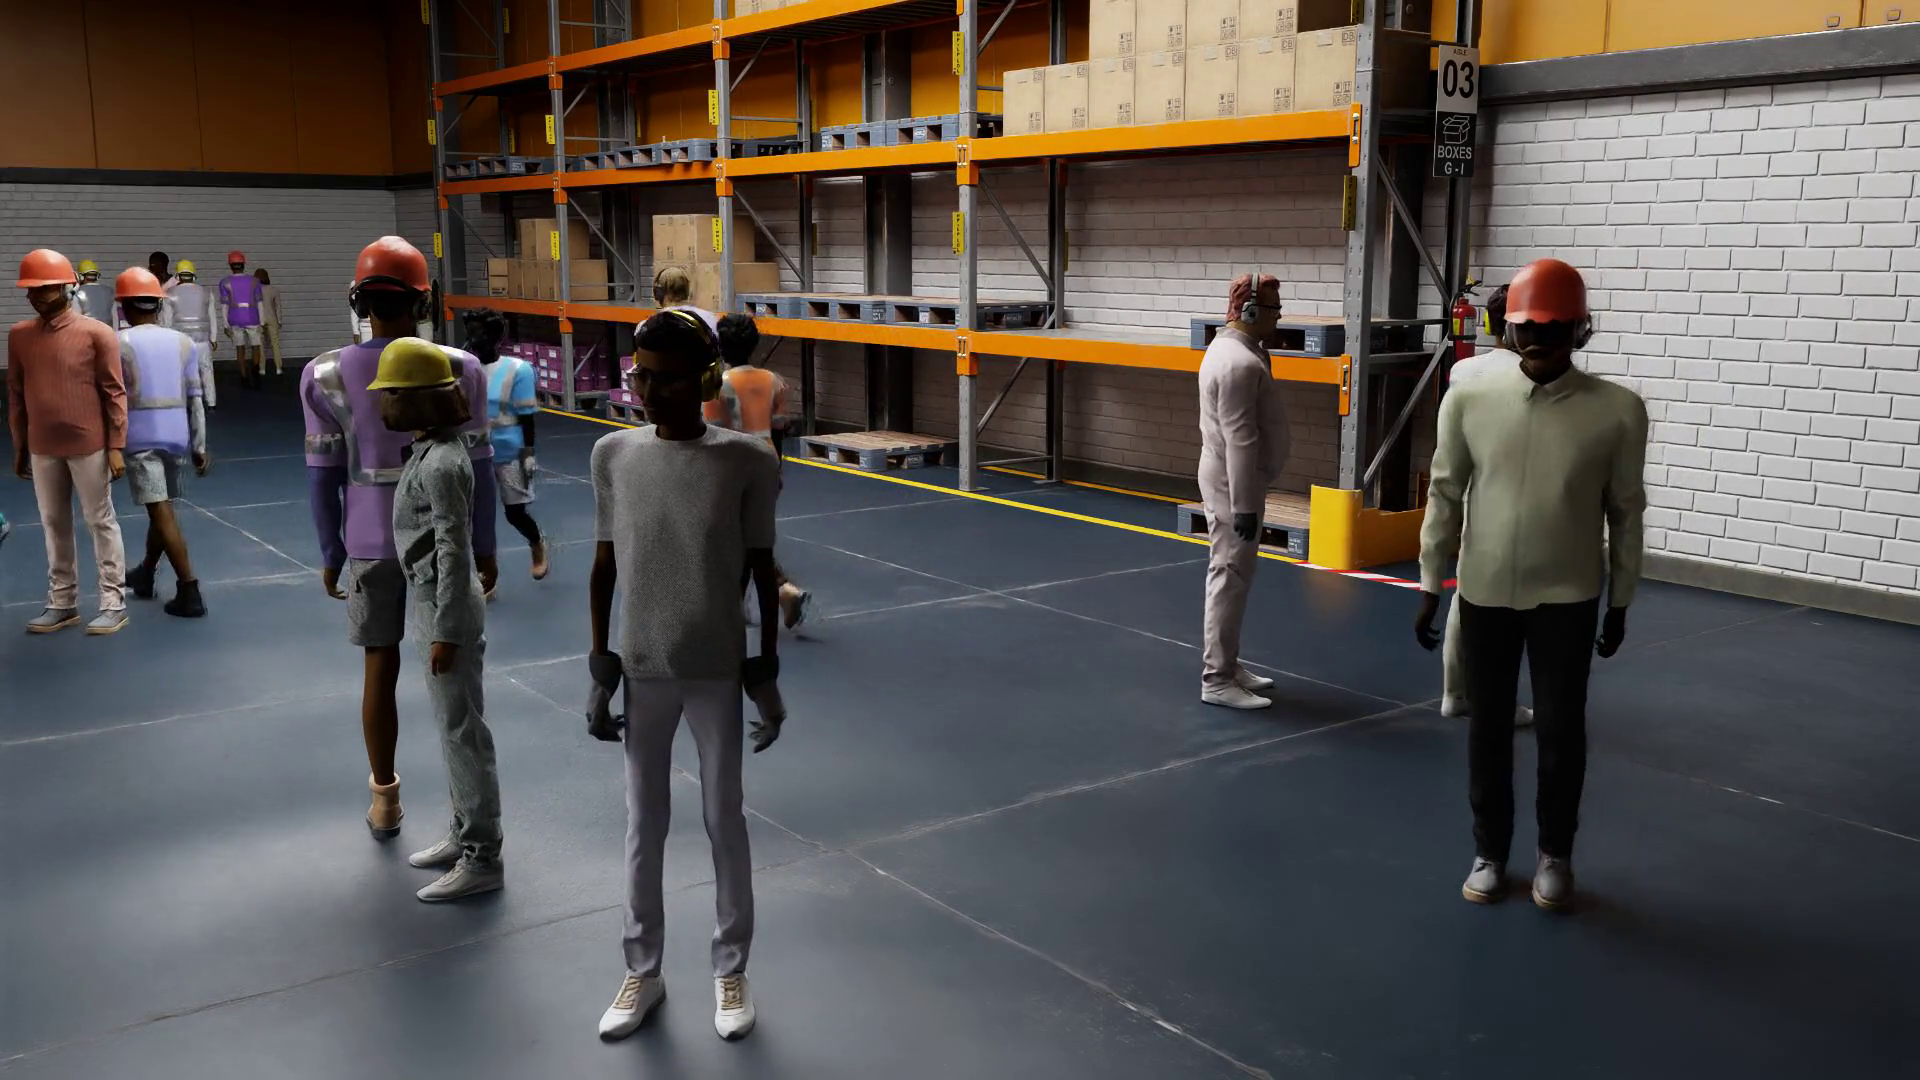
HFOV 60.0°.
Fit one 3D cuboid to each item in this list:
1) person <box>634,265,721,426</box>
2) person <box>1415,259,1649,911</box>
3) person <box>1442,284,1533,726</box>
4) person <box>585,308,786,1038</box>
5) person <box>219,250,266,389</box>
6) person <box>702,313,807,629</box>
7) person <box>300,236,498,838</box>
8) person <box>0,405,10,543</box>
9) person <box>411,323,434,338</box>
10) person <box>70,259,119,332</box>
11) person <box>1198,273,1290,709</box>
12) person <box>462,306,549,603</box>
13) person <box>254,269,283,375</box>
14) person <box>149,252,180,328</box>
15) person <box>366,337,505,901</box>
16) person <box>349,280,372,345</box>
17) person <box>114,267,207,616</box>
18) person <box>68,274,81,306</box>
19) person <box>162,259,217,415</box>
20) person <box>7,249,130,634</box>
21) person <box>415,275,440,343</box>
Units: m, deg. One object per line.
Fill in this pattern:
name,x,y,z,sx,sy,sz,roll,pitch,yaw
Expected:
person,-1.767,-0.805,10.656,0.646,1.898,1.032,-7,12,-34
person,1.702,0.156,5.011,0.628,1.978,0.464,5,11,27
person,2.263,-0.141,6.992,0.320,1.861,0.504,-8,13,-38
person,-0.703,0.350,4.231,0.518,1.865,0.329,0,10,3
person,-9.896,-3.027,22.974,0.578,1.924,0.533,-5,11,-26
person,-1.068,-0.339,8.648,0.726,1.676,0.531,8,13,37
person,-1.887,0.001,5.675,0.607,2.044,0.371,-2,10,-13
person,-6.496,-0.756,10.801,0.542,1.718,0.894,-3,11,-16
person,-7.980,-3.259,23.943,0.680,2.000,0.760,8,13,39
person,-10.401,-2.445,19.969,0.404,1.830,0.602,6,12,30
person,1.238,-0.211,7.291,0.400,1.896,0.648,1,10,6
person,-2.606,-0.489,9.417,0.537,1.681,0.595,2,10,9
person,-10.708,-3.357,25.628,0.498,1.634,0.280,-5,11,-28
person,-9.886,-2.632,20.775,0.596,1.916,0.373,4,11,23
person,-1.627,0.244,5.164,0.325,1.740,0.492,-4,11,-20
person,-7.308,-2.618,20.791,0.583,1.884,0.350,-8,13,-37
person,-4.487,-0.544,9.166,0.974,1.883,0.560,7,12,33
person,-12.197,-2.874,22.930,0.527,1.634,0.284,0,10,0
person,-9.128,-2.404,19.736,0.591,1.833,0.404,-7,12,-33
person,-4.617,-0.494,8.589,0.623,1.989,0.401,1,10,7
person,-7.806,-3.155,23.916,0.625,1.846,0.429,-2,10,-10
